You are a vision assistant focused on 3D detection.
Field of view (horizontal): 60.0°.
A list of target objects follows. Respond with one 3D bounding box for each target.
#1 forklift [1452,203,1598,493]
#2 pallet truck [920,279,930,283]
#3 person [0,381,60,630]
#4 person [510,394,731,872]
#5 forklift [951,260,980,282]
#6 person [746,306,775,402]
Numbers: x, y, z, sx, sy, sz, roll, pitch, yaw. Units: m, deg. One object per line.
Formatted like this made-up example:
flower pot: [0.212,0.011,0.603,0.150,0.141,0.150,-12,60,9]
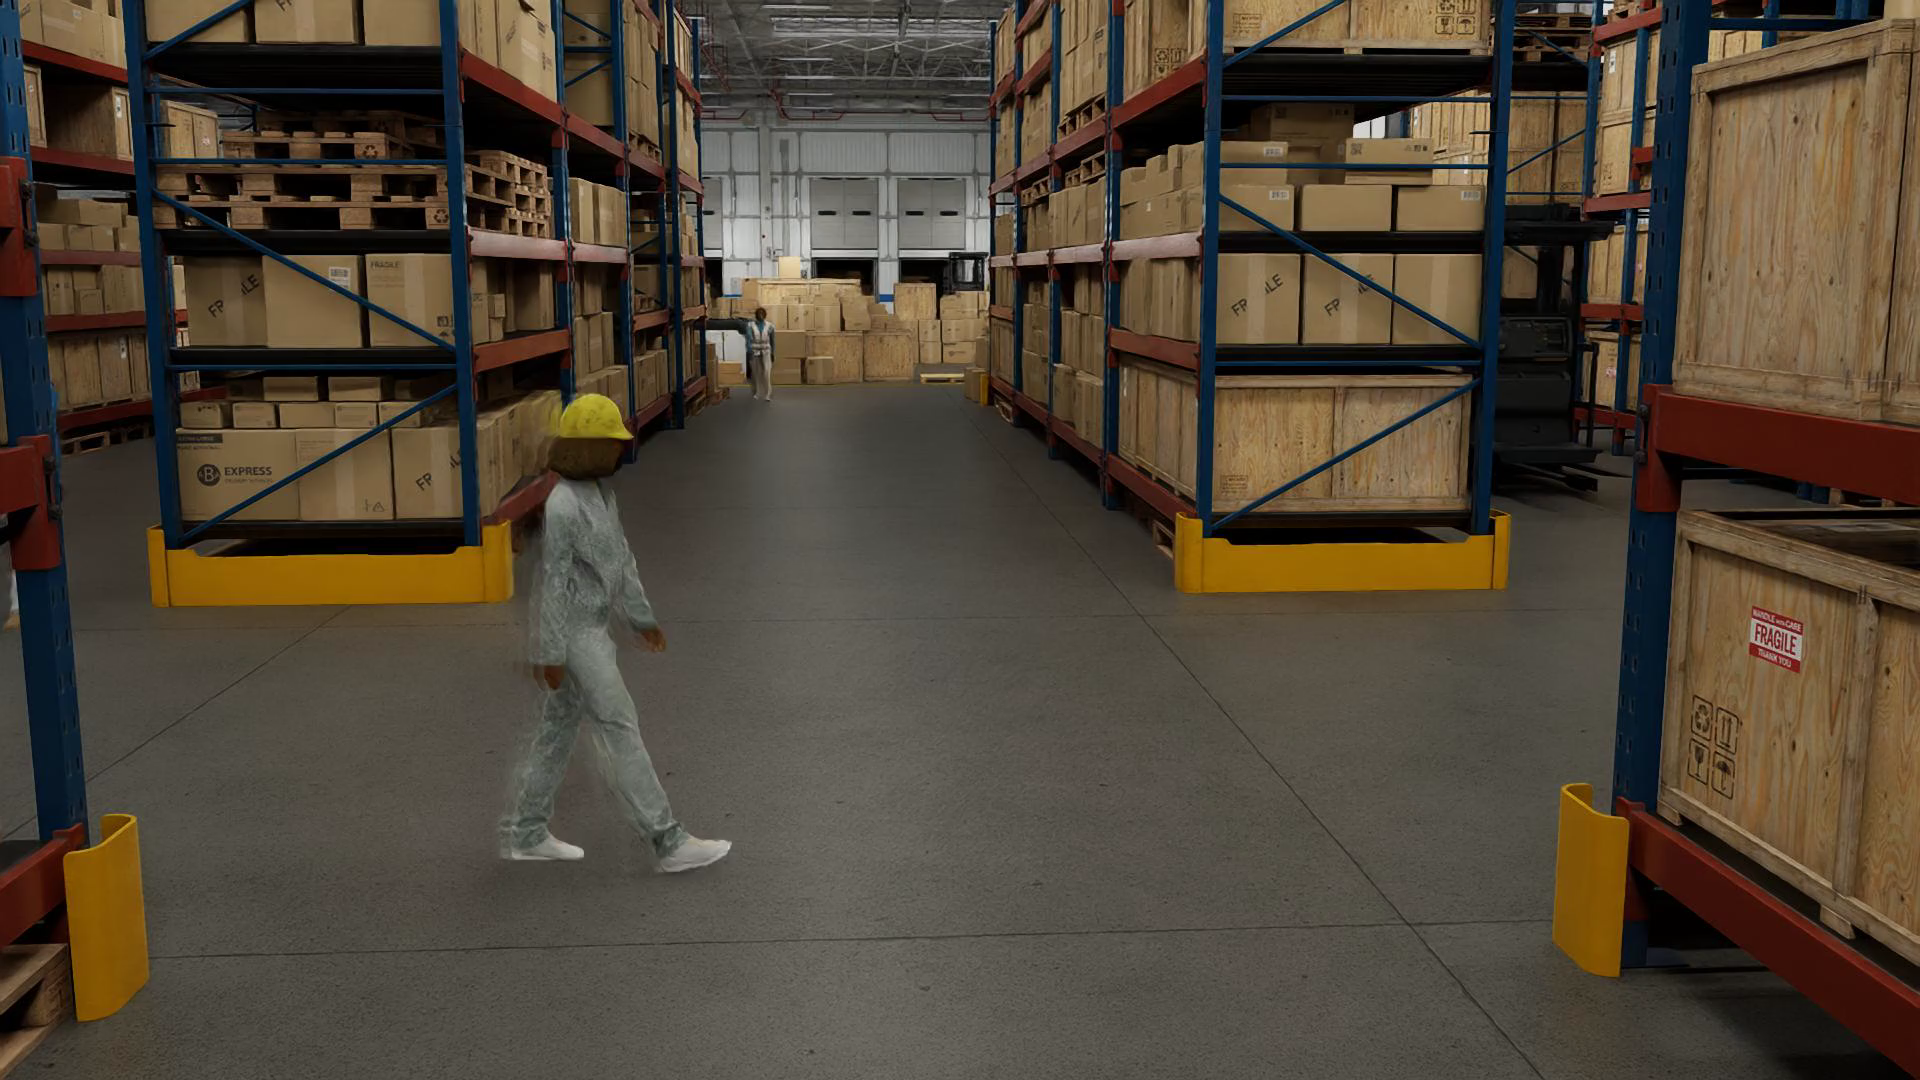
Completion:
forklift: [5.506,-1.963,16.653,1.129,2.768,1.873,-1,9,-4]
pallet truck: [-0.932,-8.922,63.114,1.885,1.965,0.823,2,9,13]
person: [-5.806,-0.397,10.162,0.646,1.816,0.723,-1,9,-7]
person: [-1.231,0.342,5.870,0.874,1.701,0.500,0,9,0]
forklift: [0.137,-7.455,51.143,1.129,2.768,1.873,-2,9,-10]
person: [-3.388,-3.164,28.199,0.504,1.603,0.836,-2,9,-12]
